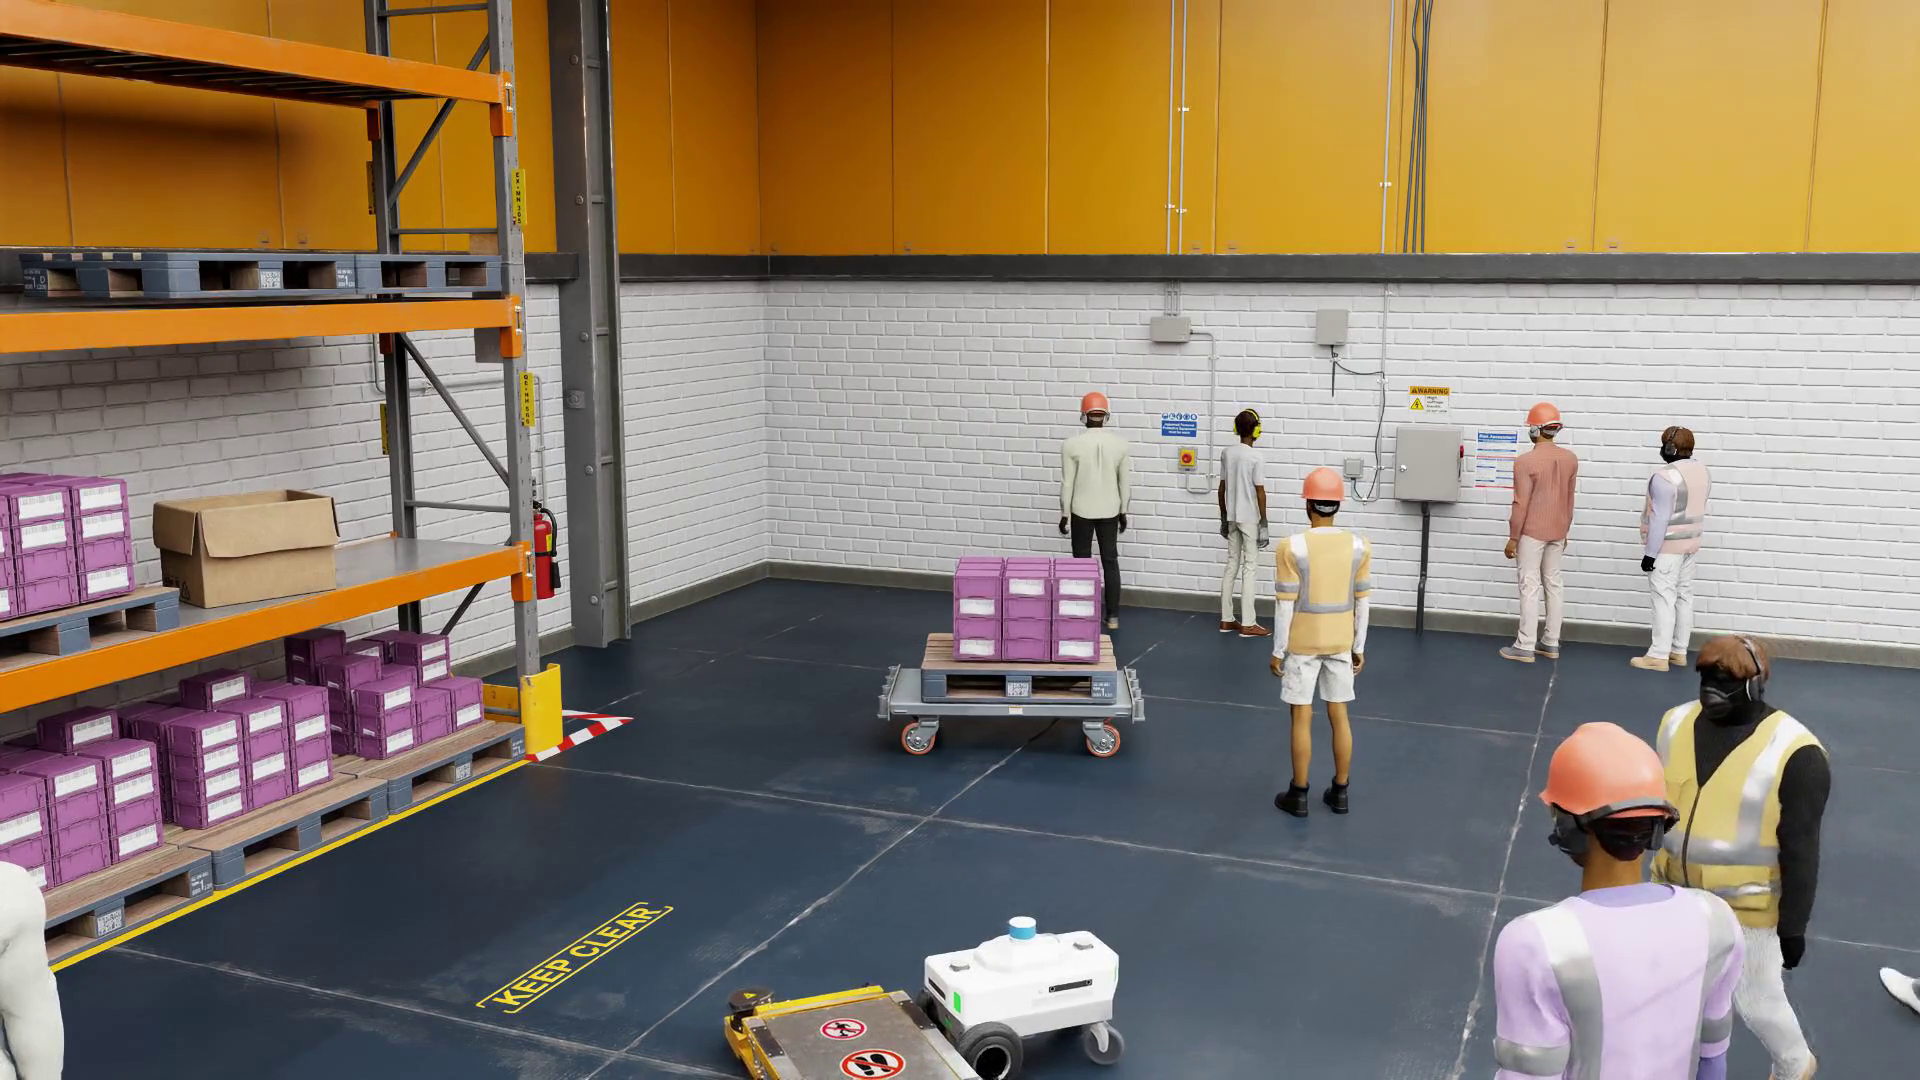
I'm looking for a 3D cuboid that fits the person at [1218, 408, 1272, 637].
[{"bbox_3d":[2.344,-0.143,13.665,0.315,1.871,0.534,-6,11,-34],"label":"person"}]

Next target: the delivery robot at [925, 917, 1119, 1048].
[{"bbox_3d":[0.239,1.678,6.324,0.707,0.478,0.477,-4,10,-22],"label":"delivery robot"}]

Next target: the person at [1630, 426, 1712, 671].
[{"bbox_3d":[5.336,0.062,12.510,0.627,1.844,0.429,-7,12,-37],"label":"person"}]

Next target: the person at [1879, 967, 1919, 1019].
[{"bbox_3d":[4.065,1.062,6.324,0.612,1.881,0.958,-3,10,-15],"label":"person"}]

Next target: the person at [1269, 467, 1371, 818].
[{"bbox_3d":[1.968,0.564,9.189,0.556,1.935,0.374,-2,10,-10],"label":"person"}]

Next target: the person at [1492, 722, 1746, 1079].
[{"bbox_3d":[1.409,1.411,3.736,0.615,2.038,0.395,-3,10,-19],"label":"person"}]

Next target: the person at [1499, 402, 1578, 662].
[{"bbox_3d":[4.445,-0.058,12.776,0.613,1.994,0.382,-5,11,-27],"label":"person"}]

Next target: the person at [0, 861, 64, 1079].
[{"bbox_3d":[-2.489,1.422,3.994,0.627,1.934,0.371,-4,10,-25],"label":"person"}]

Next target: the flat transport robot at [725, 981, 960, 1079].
[{"bbox_3d":[-0.347,1.929,5.946,0.652,0.197,1.431,-4,10,-22],"label":"flat transport robot"}]

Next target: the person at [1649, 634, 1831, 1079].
[{"bbox_3d":[2.660,1.199,5.718,0.875,1.811,0.630,-6,11,-32],"label":"person"}]

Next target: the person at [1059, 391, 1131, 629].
[{"bbox_3d":[1.117,-0.240,13.879,0.622,1.992,0.395,-3,10,-15],"label":"person"}]
